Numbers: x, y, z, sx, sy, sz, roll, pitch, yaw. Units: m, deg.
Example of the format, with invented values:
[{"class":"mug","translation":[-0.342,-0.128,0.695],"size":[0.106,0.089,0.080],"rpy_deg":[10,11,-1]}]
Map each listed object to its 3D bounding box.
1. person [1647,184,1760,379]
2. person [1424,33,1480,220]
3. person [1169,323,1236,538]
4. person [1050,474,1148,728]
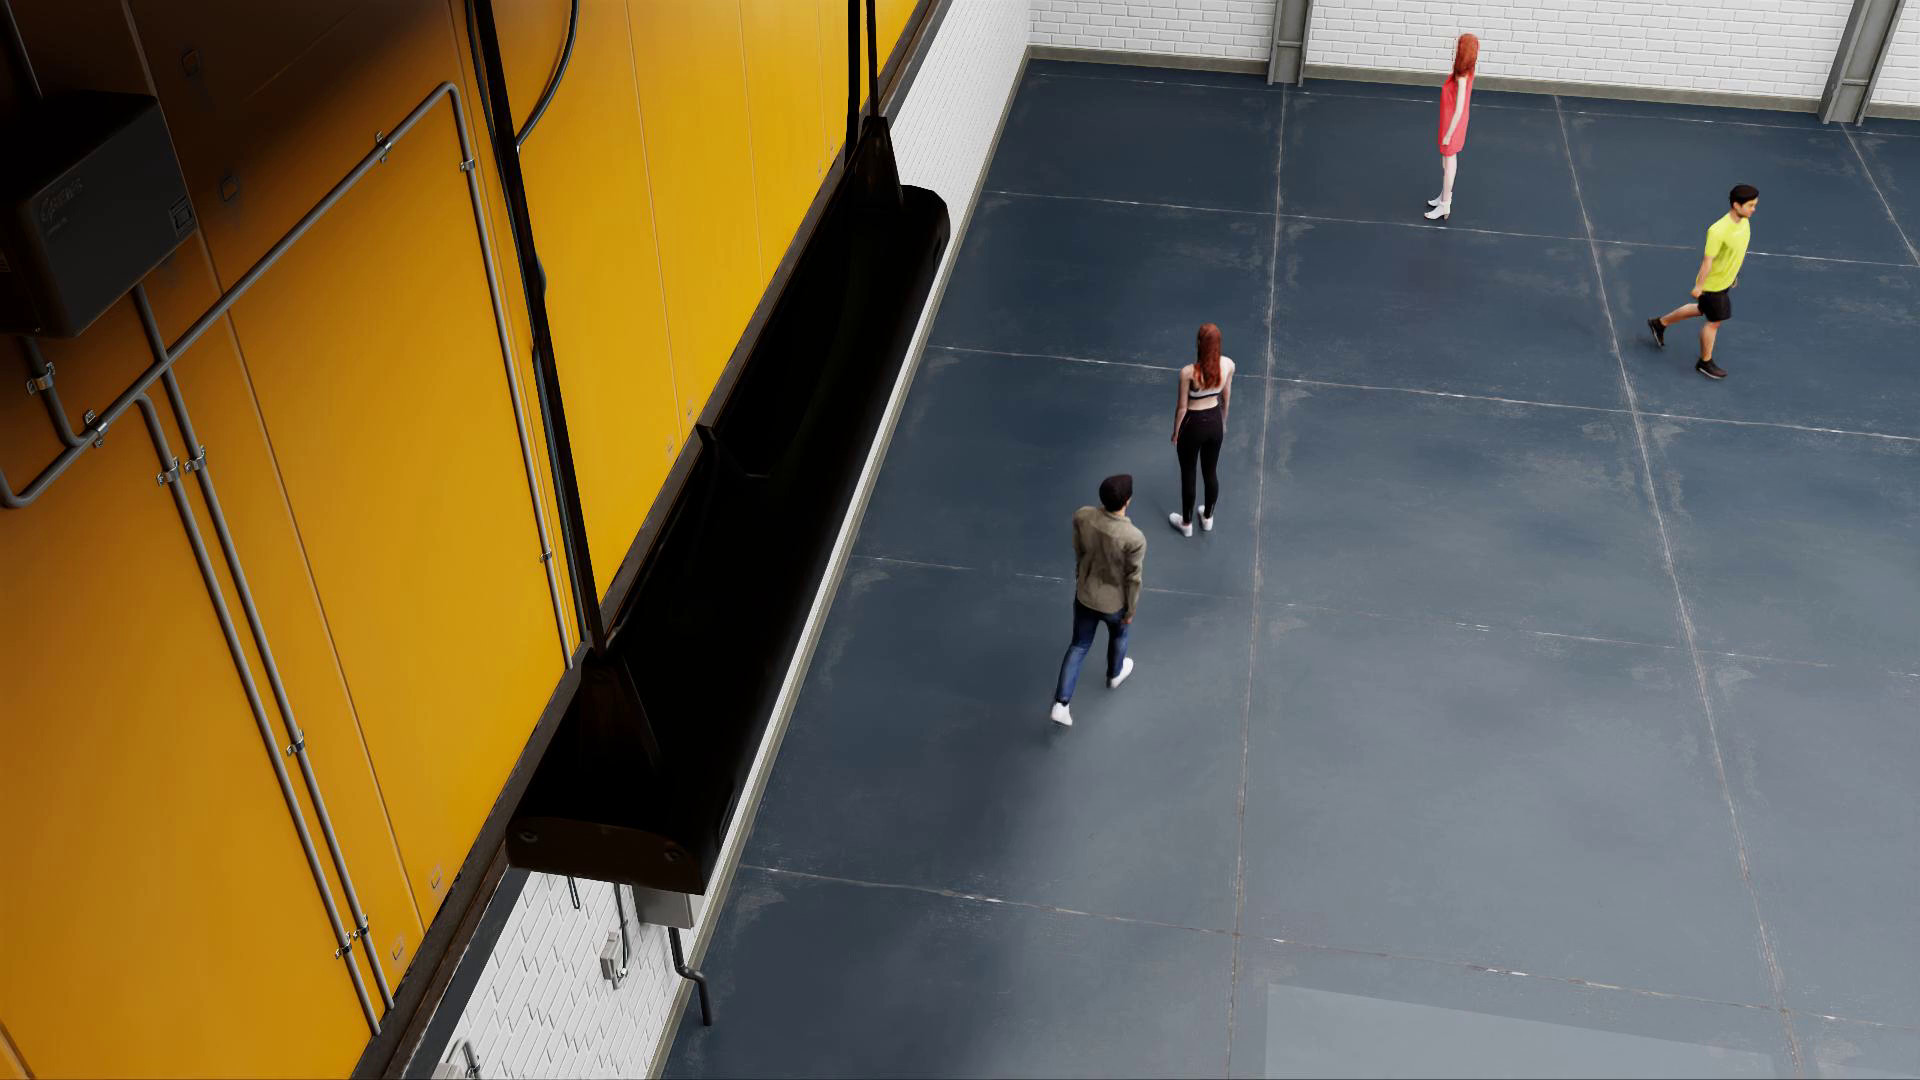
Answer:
[{"class":"person","translation":[6.227,-2.211,13.854],"size":[1.126,1.686,0.962],"rpy_deg":[29,47,32]},{"class":"person","translation":[4.725,-3.957,15.929],"size":[0.575,1.826,0.642],"rpy_deg":[13,40,16]},{"class":"person","translation":[1.746,-0.794,12.035],"size":[0.597,1.742,0.720],"rpy_deg":[-11,40,-14]},{"class":"person","translation":[0.844,0.400,10.463],"size":[1.193,1.838,1.009],"rpy_deg":[20,43,23]}]
